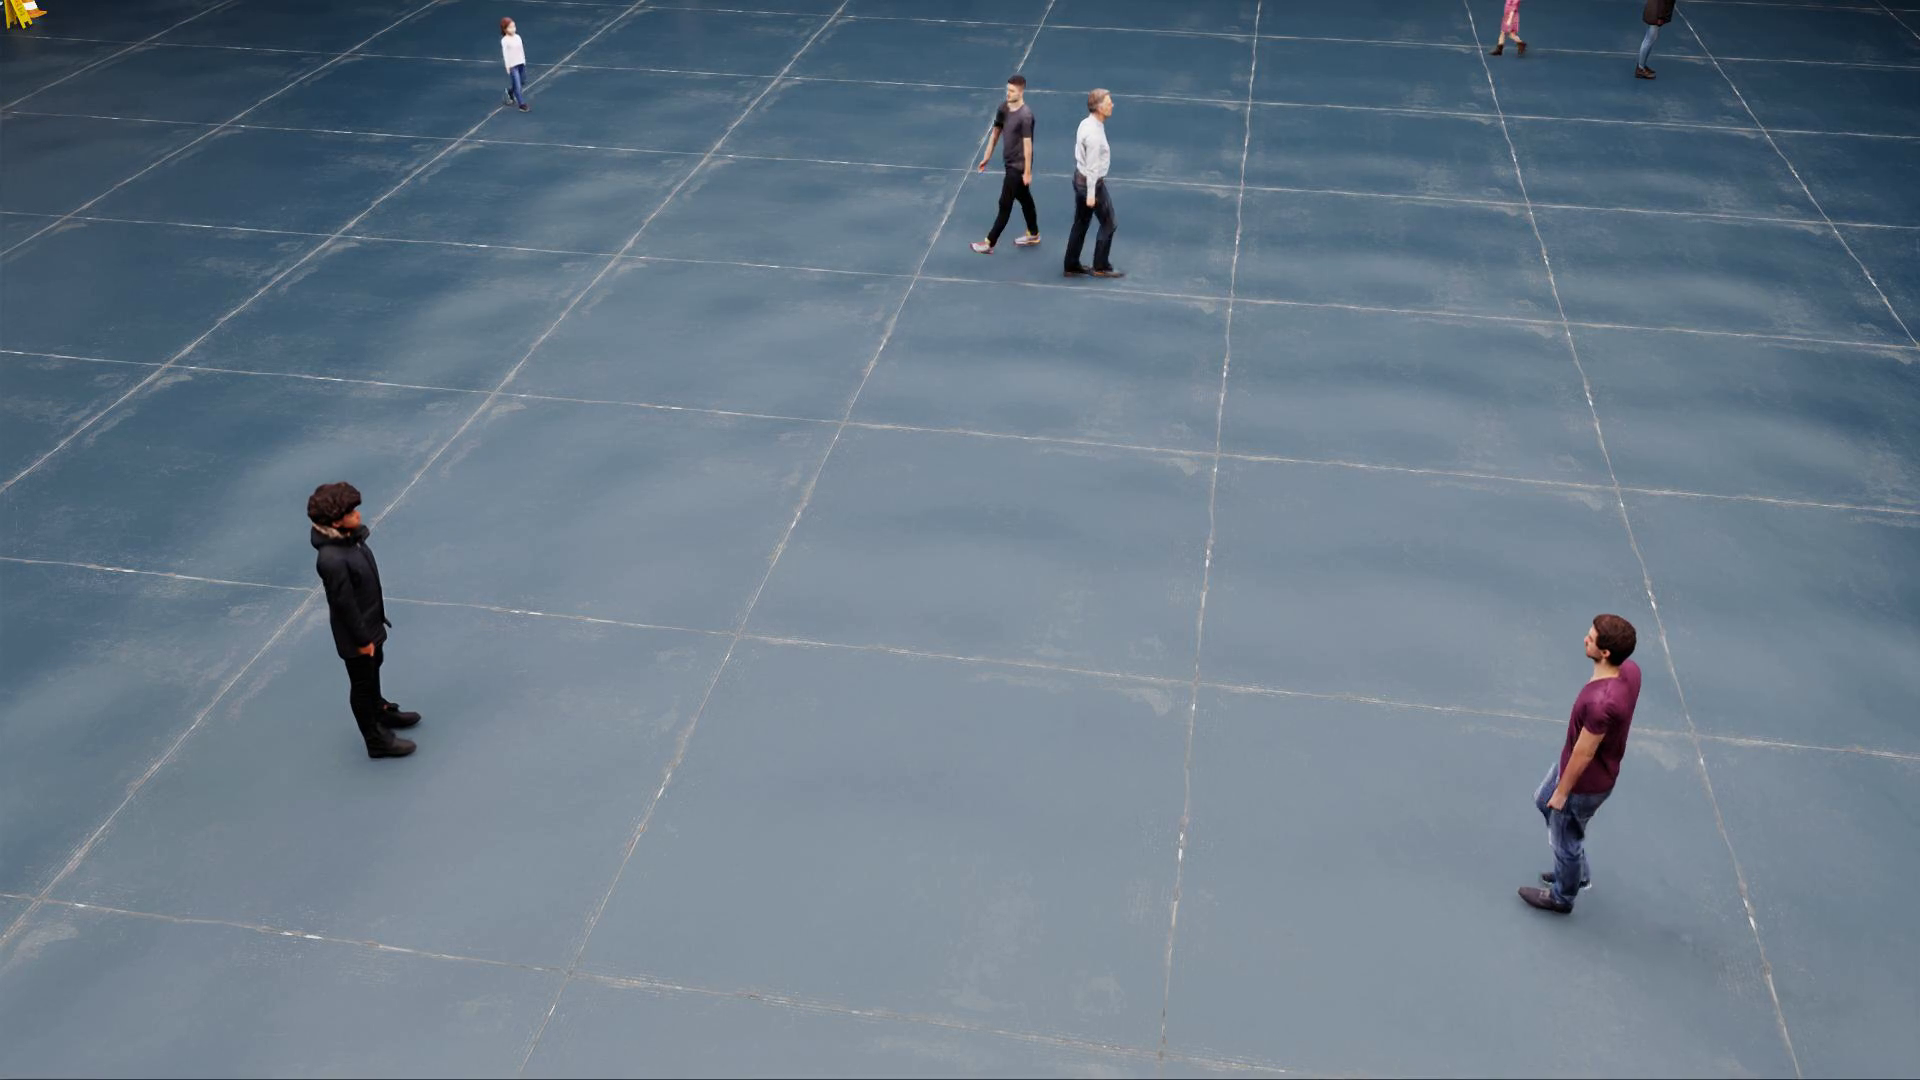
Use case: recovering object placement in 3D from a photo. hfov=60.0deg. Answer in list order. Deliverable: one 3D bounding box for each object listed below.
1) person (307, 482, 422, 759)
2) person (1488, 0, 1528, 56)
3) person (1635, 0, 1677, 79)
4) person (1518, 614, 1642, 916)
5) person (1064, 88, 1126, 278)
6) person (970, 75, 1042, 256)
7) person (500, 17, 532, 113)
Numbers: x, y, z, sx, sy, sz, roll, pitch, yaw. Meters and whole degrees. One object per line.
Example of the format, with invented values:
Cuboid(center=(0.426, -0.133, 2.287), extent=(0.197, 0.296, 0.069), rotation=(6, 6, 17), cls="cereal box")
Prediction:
Cuboid(center=(-3.472, 0.456, 9.555), extent=(0.686, 1.774, 0.695), rotation=(-5, 33, -8), cls="person")
Cuboid(center=(7.293, -6.868, 21.883), extent=(0.731, 1.009, 0.515), rotation=(-1, 32, -1), cls="person")
Cuboid(center=(8.812, -6.689, 21.013), extent=(0.606, 1.634, 0.625), rotation=(8, 33, 13), cls="person")
Cuboid(center=(3.218, 1.180, 8.345), extent=(0.760, 1.841, 0.774), rotation=(19, 37, 27), cls="person")
Cuboid(center=(1.134, -3.303, 15.490), extent=(0.887, 1.799, 0.794), rotation=(-4, 32, -7), cls="person")
Cuboid(center=(0.622, -3.622, 16.067), extent=(1.178, 1.723, 1.046), rotation=(-14, 35, -21), cls="person")
Cuboid(center=(-5.380, -5.727, 19.989), extent=(0.749, 1.100, 0.608), rotation=(21, 38, 30), cls="person")
